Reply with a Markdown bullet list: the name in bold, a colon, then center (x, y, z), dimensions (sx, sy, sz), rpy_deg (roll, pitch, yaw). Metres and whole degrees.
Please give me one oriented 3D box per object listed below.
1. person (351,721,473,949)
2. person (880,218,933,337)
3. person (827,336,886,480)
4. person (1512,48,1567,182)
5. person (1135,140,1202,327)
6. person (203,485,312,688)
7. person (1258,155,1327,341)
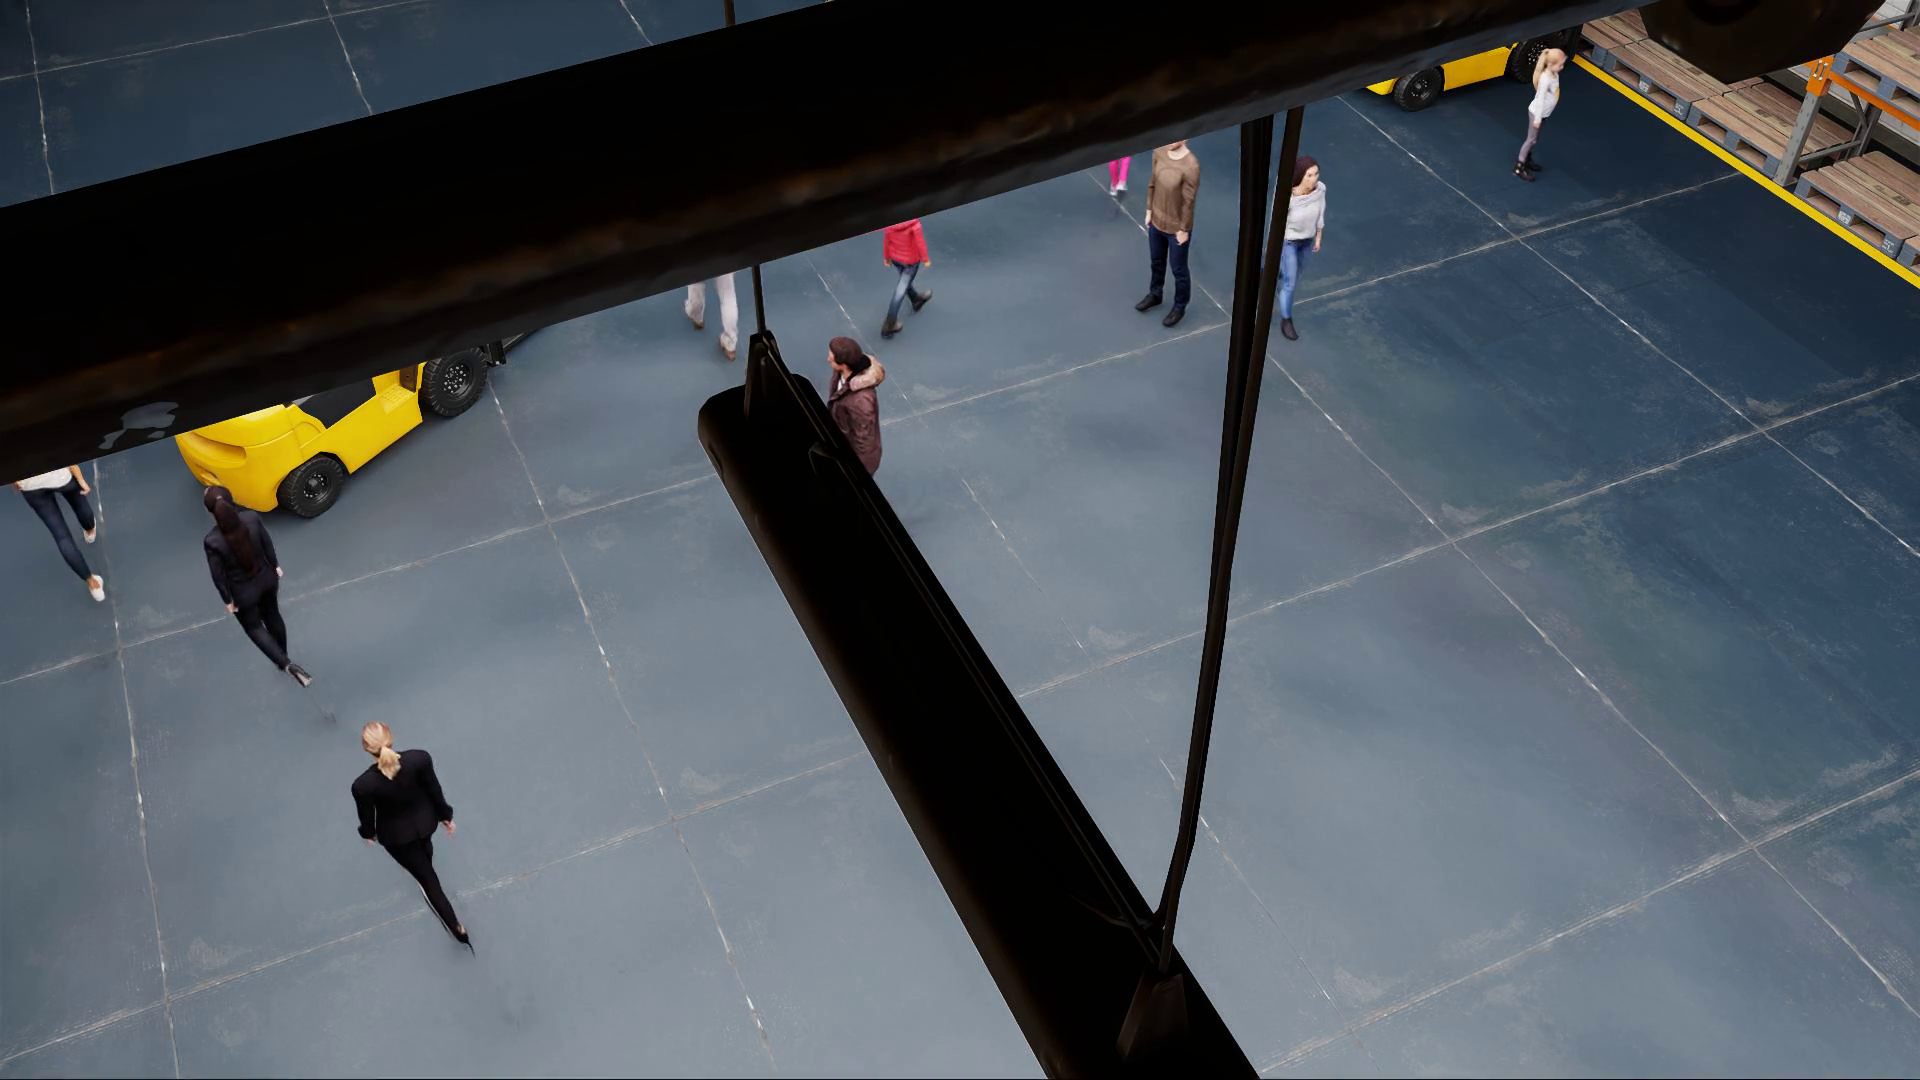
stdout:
- **person**: center (-3.014, 1.682, 9.243), dimensions (0.817, 1.654, 1.120), rpy_deg (-30, 51, -27)
- **person**: center (-0.500, -2.262, 13.650), dimensions (0.917, 1.286, 0.810), rpy_deg (31, 52, 28)
- **person**: center (-0.721, -0.670, 11.573), dimensions (0.841, 1.846, 0.636), rpy_deg (-12, 45, -12)
- **person**: center (5.381, -3.983, 15.463), dimensions (0.633, 1.277, 0.585), rpy_deg (21, 47, 20)
- **person**: center (1.735, -2.629, 13.601), dimensions (0.764, 1.885, 0.588), rpy_deg (-31, 52, -28)
- **person**: center (-4.475, 0.335, 10.625), dimensions (0.941, 1.698, 0.783), rpy_deg (31, 52, 29)
- **person**: center (2.690, -2.458, 13.623), dimensions (0.611, 1.607, 0.954), rpy_deg (-19, 47, -19)
